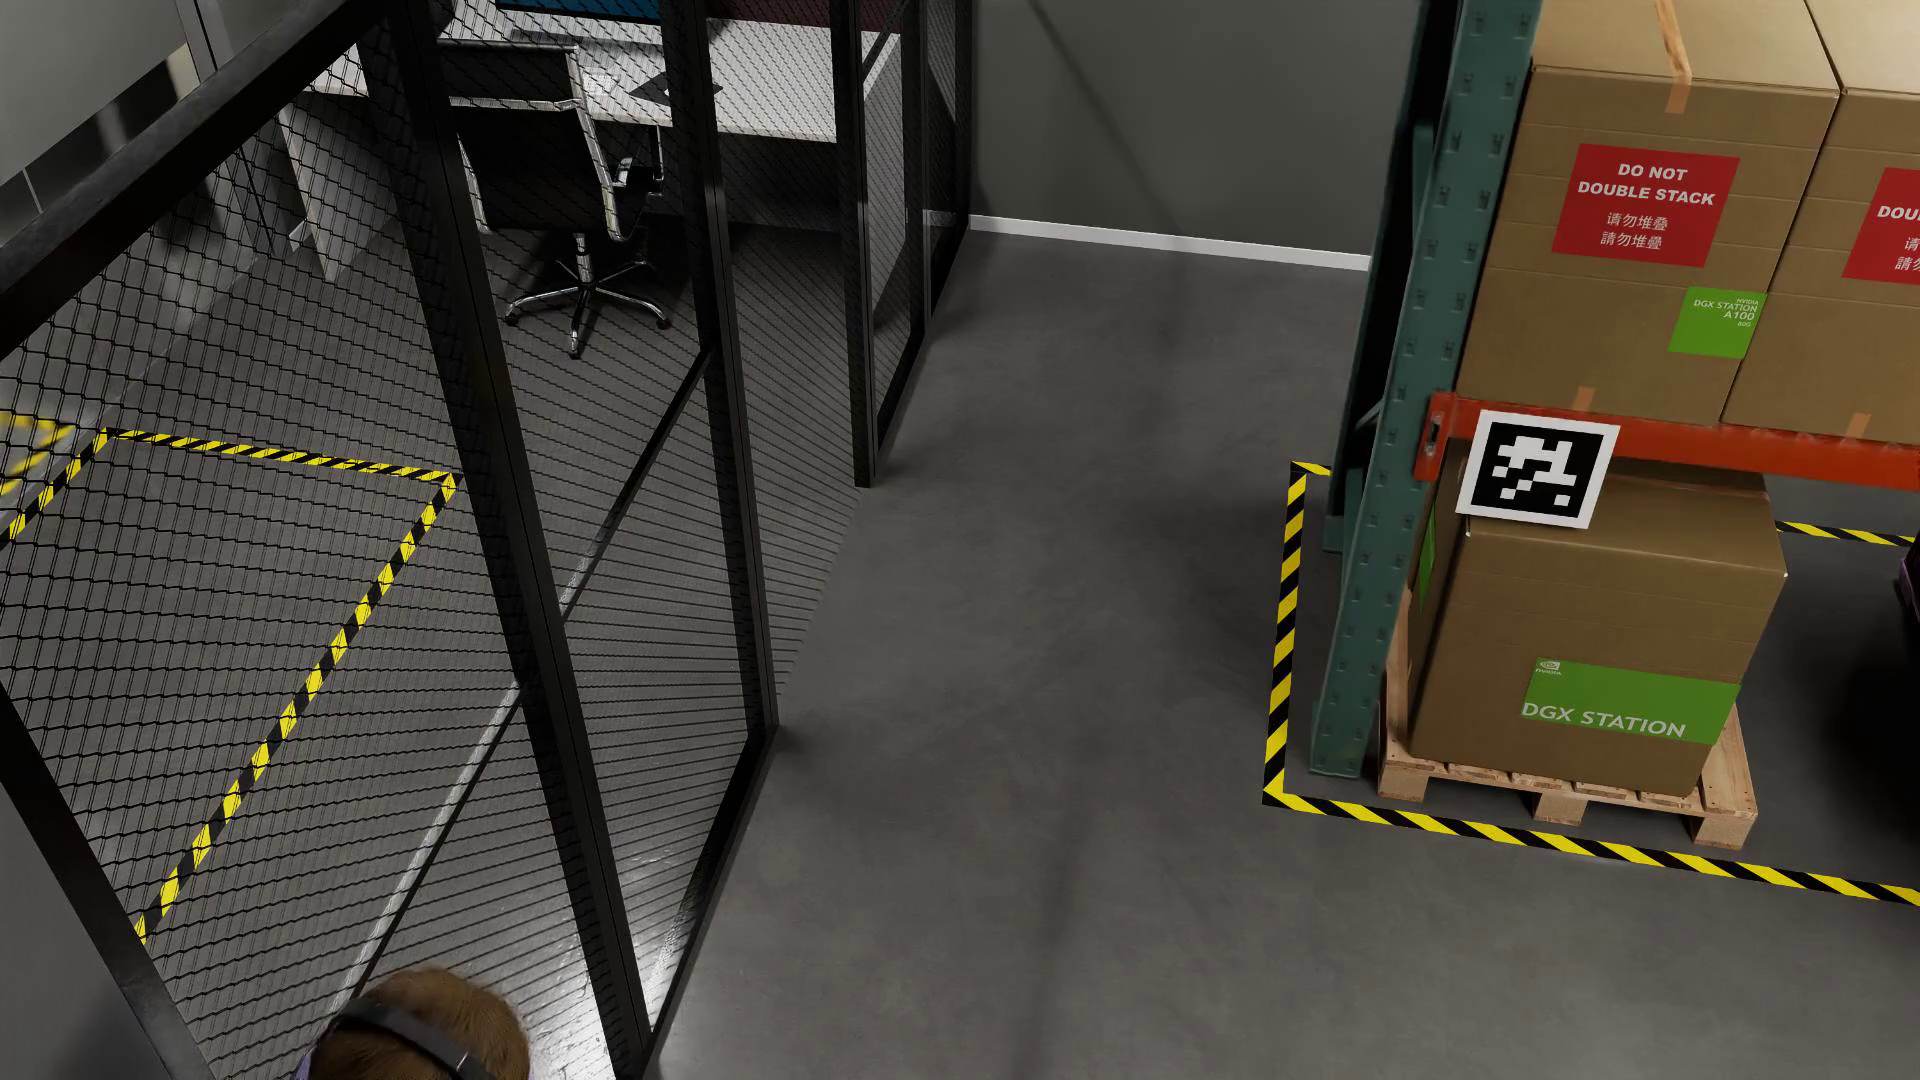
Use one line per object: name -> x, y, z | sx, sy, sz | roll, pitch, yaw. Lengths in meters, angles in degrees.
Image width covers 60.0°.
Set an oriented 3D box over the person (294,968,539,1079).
person -> -0.518, 1.156, 2.168 | 0.627, 1.939, 0.371 | 19, 45, 21
